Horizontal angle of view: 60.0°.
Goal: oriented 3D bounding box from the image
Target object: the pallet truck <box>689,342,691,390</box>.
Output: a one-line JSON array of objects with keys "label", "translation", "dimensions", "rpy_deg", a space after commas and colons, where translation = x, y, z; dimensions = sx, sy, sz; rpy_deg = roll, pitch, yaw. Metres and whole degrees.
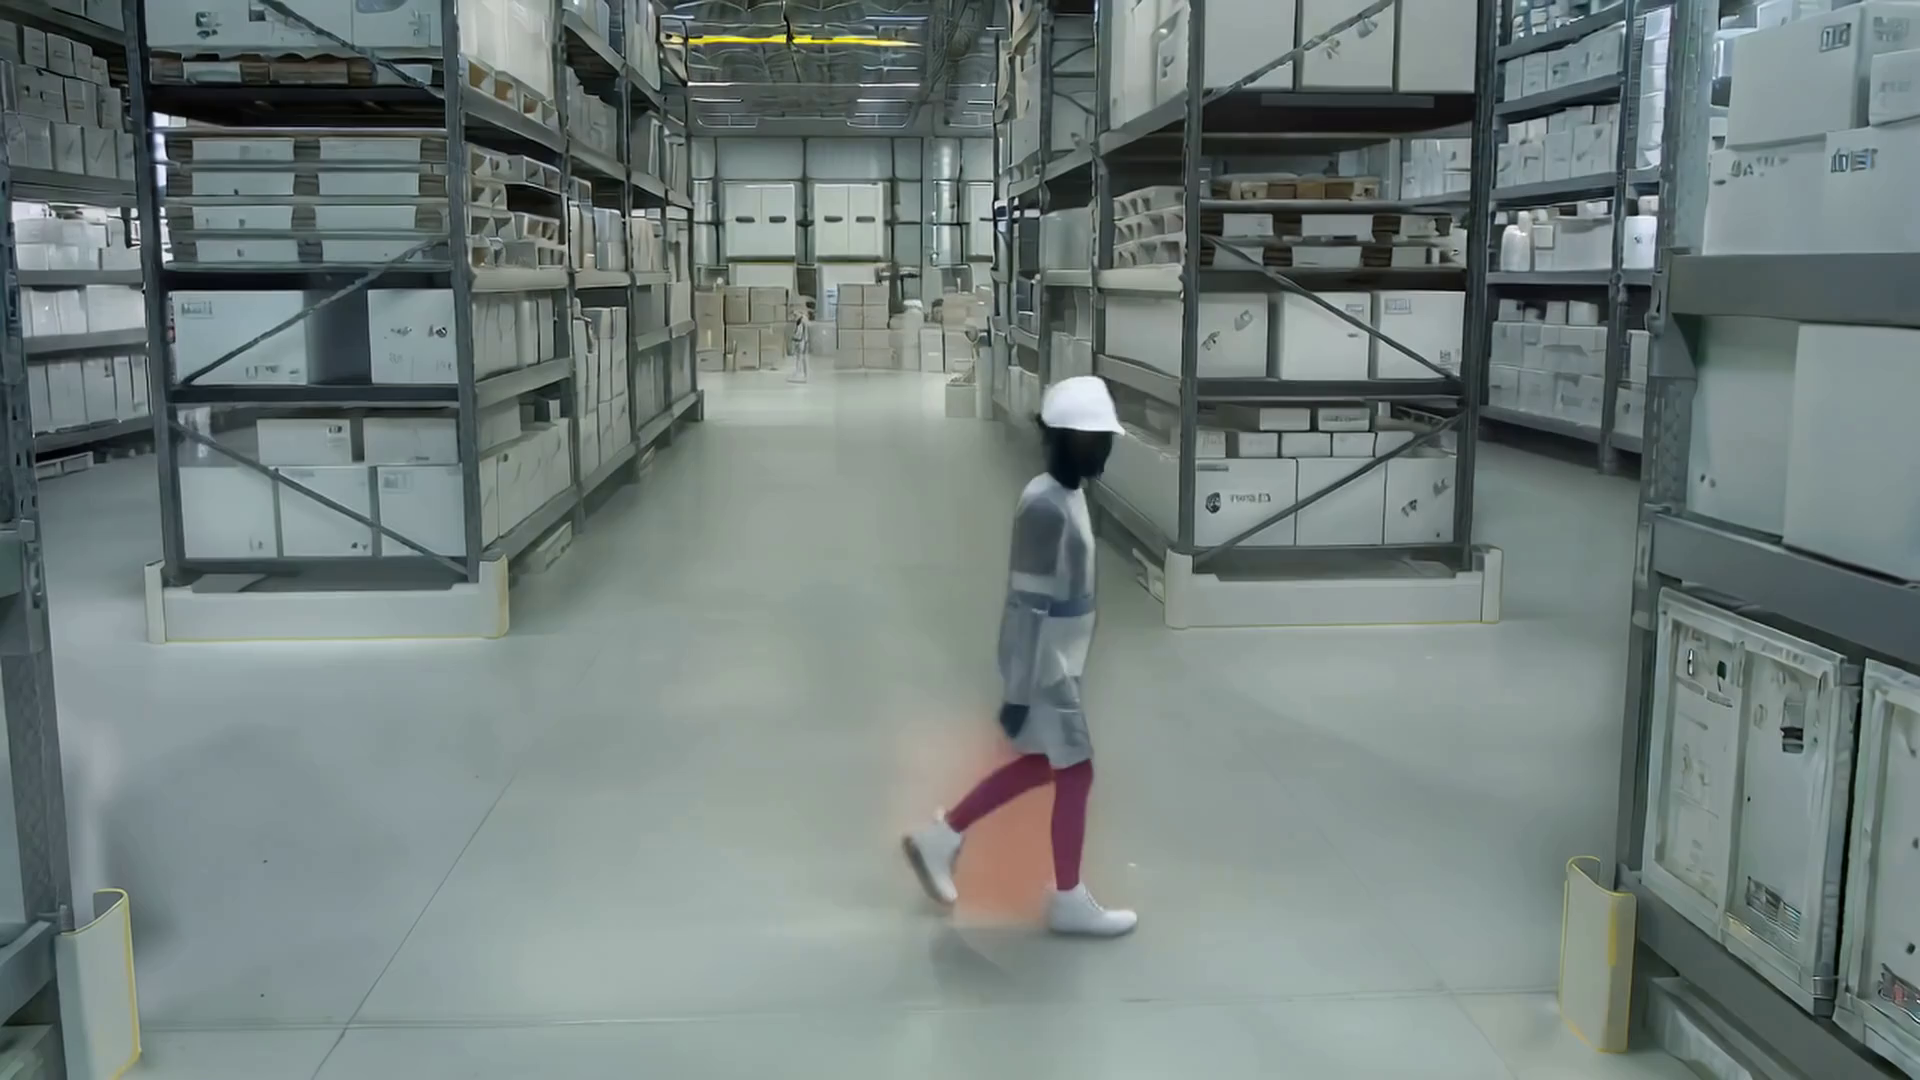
[{"label": "pallet truck", "translation": [-5.225, -3.008, 27.480], "dimensions": [1.885, 1.965, 0.823], "rpy_deg": [2, 9, 14]}]

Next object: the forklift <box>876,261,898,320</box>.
[{"label": "forklift", "translation": [-2.436, -7.880, 55.309], "dimensions": [1.873, 2.768, 1.129], "rpy_deg": [-6, 11, -32]}]

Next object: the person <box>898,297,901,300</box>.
[{"label": "person", "translation": [-2.298, -7.803, 57.832], "dimensions": [0.636, 1.927, 0.386], "rpy_deg": [3, 10, 19]}]

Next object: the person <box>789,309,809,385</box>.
[{"label": "person", "translation": [-3.471, -4.171, 35.907], "dimensions": [0.523, 1.638, 0.310], "rpy_deg": [8, 12, 43]}]

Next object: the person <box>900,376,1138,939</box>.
[{"label": "person", "translation": [0.201, 0.422, 5.892], "dimensions": [0.815, 2.019, 0.617], "rpy_deg": [1, 9, 6]}]

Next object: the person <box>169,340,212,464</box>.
[{"label": "person", "translation": [-9.365, -1.788, 20.341], "dimensions": [0.652, 1.830, 0.438], "rpy_deg": [0, 9, -3]}]
